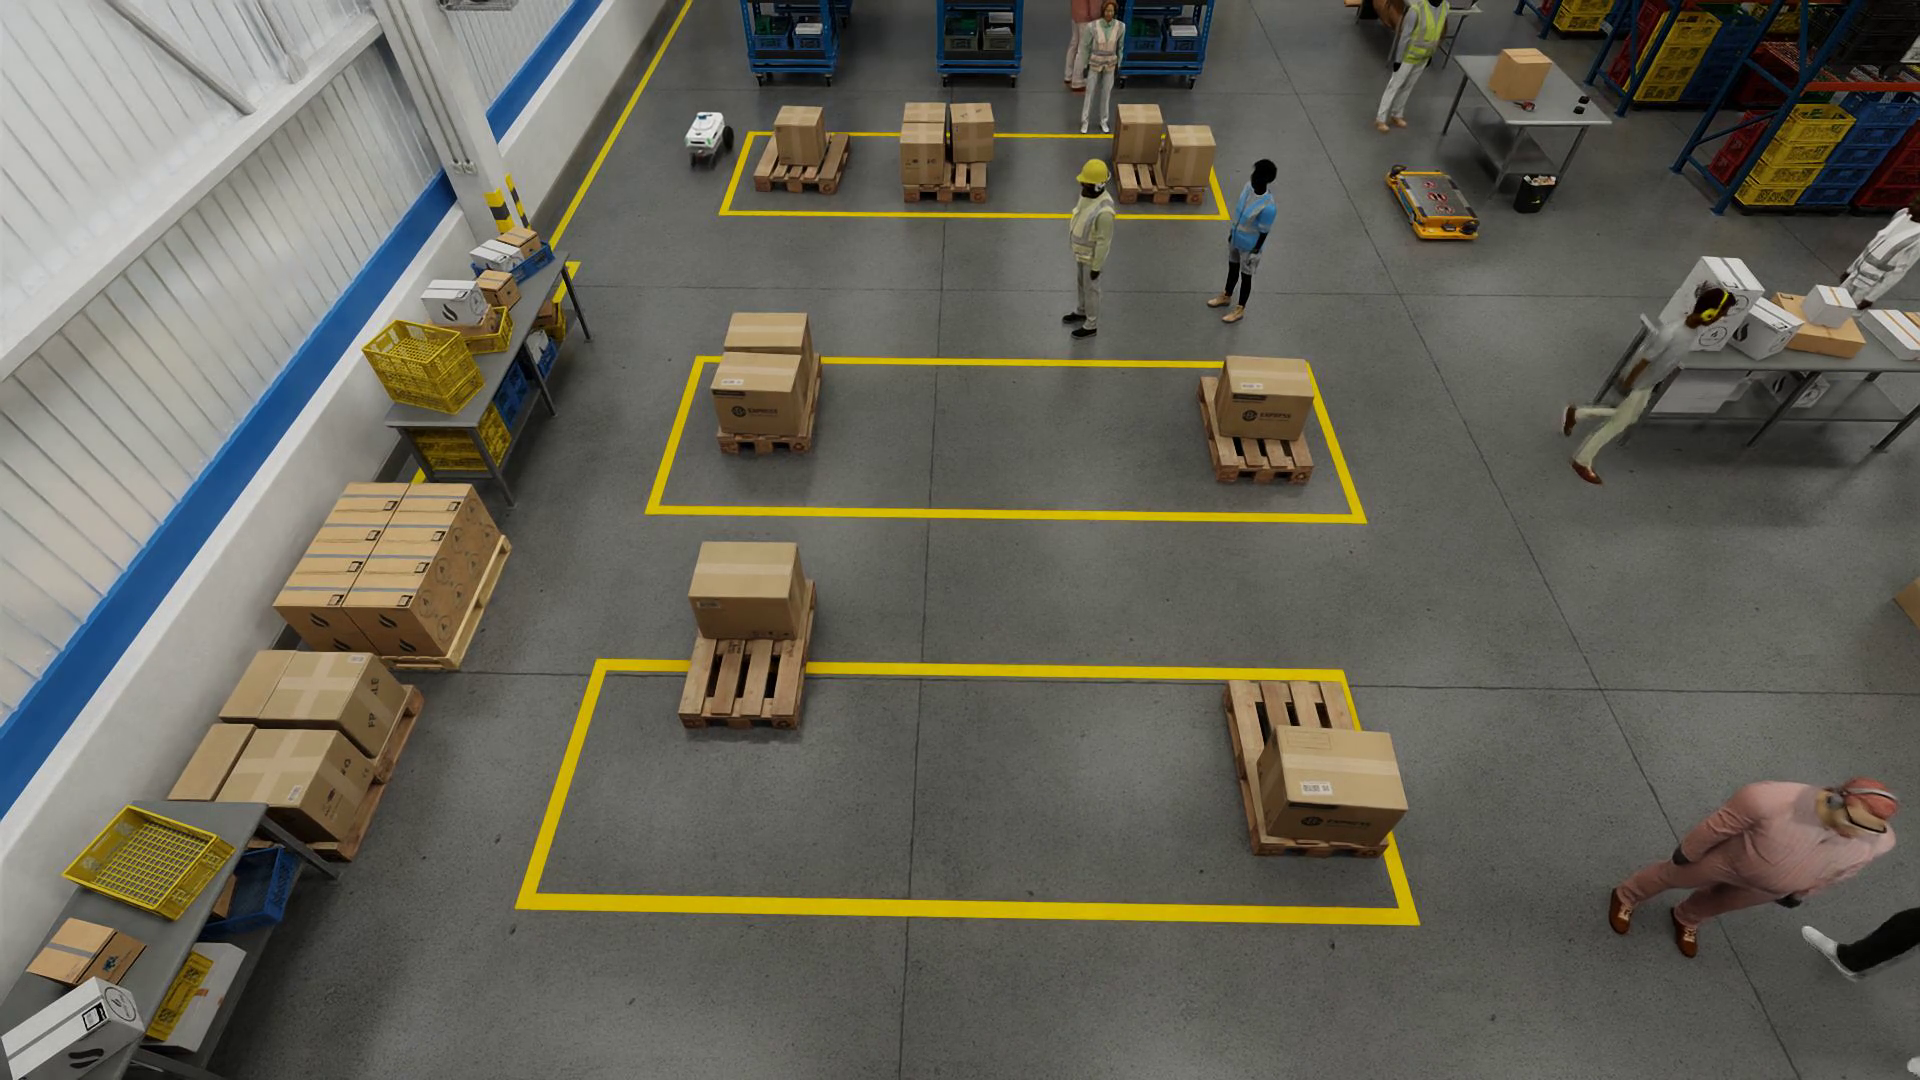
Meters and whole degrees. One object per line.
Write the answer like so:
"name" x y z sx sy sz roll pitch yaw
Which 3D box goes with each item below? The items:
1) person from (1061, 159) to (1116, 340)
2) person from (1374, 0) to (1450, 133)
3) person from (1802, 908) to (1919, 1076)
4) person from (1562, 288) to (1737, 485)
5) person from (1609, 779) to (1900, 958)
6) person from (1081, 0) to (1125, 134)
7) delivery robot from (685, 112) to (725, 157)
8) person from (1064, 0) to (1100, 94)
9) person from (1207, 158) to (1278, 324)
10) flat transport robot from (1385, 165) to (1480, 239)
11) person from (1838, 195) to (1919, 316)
"person" 1.254 -2.829 8.946 0.403 1.827 0.597 -10 50 -9
"person" 5.926 -6.292 11.932 0.625 1.840 0.430 -18 52 -15
"person" 5.362 2.073 4.676 0.617 1.879 0.797 -36 58 -27
"person" 5.627 -1.359 7.665 0.595 1.838 0.601 -25 54 -20
"person" 4.241 1.765 4.922 0.647 1.900 0.395 18 52 15
"person" 1.848 -6.160 11.944 0.516 1.645 0.308 -3 49 -2
"delivery robot" -3.282 -5.260 11.822 0.477 0.478 0.707 4 49 3
"person" 1.761 -7.242 12.668 0.438 1.977 0.649 -12 50 -10
"person" 2.853 -2.979 9.155 0.318 1.699 0.535 -15 51 -12
"flat transport robot" 5.692 -4.094 11.059 0.652 0.197 1.431 1 49 1
"person" 8.458 -2.412 8.554 0.355 1.877 0.575 11 50 9
